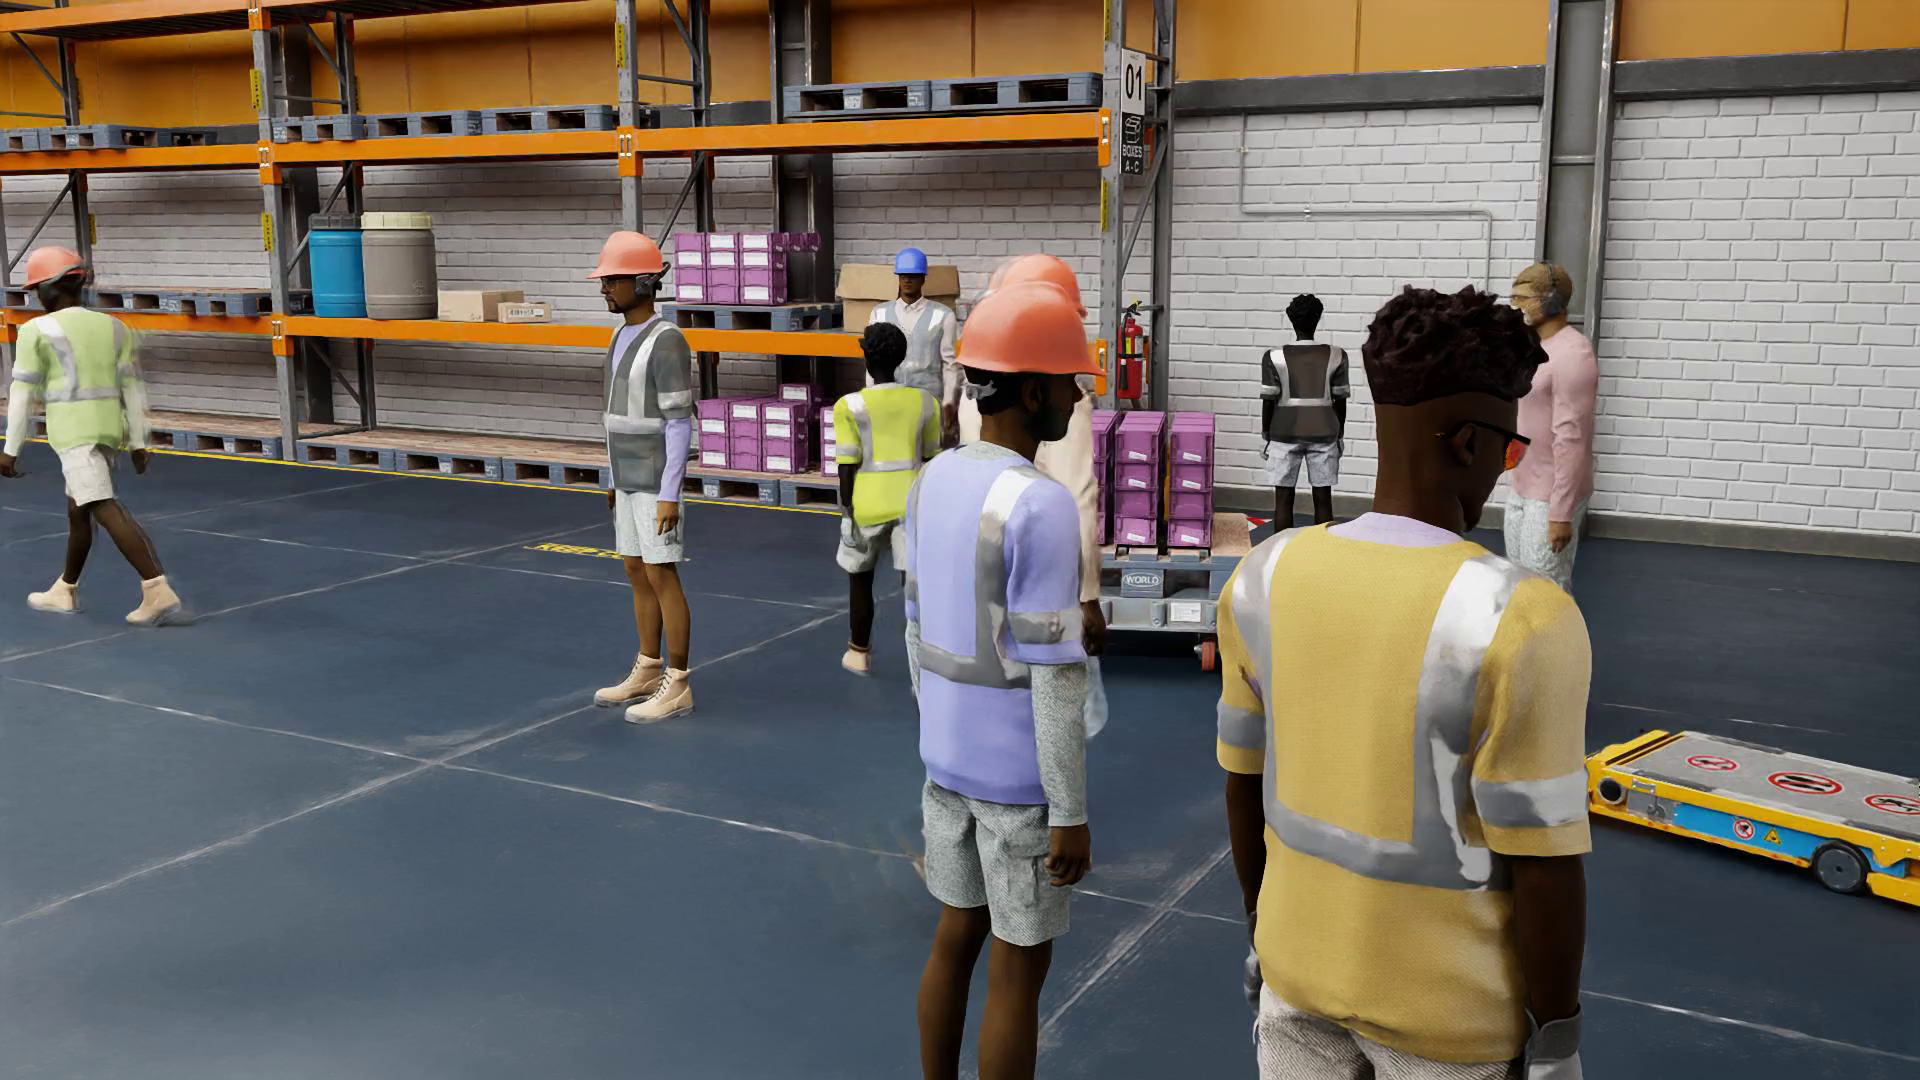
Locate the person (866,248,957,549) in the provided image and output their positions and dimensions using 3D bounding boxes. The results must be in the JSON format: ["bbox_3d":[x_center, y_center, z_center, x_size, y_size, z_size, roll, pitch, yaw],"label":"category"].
[{"bbox_3d":[-0.315,-0.903,10.770,0.605,1.951,0.383,2,11,12],"label":"person"}]

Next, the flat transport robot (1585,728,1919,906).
[{"bbox_3d":[2.727,0.887,5.565,0.652,0.197,1.431,-10,14,-42],"label":"flat transport robot"}]

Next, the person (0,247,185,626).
[{"bbox_3d":[-4.552,-0.533,8.705,1.081,1.991,0.627,4,11,19],"label":"person"}]

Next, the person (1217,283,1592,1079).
[{"bbox_3d":[0.637,0.621,2.392,0.381,1.958,0.602,-8,13,-36],"label":"person"}]

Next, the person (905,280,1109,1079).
[{"bbox_3d":[0.110,0.447,3.405,0.375,1.935,0.551,-6,12,-29],"label":"person"}]

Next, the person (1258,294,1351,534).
[{"bbox_3d":[2.010,-0.588,9.752,0.531,1.692,0.320,0,10,2],"label":"person"}]

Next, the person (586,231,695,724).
[{"bbox_3d":[-1.343,-0.257,6.973,0.372,2.042,0.615,-7,12,-34],"label":"person"}]

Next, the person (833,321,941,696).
[{"bbox_3d":[-0.304,-0.144,7.406,0.535,1.659,0.866,-5,11,-23],"label":"person"}]

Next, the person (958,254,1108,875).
[{"bbox_3d":[0.185,0.131,5.038,0.521,1.971,0.631,-6,12,-29],"label":"person"}]

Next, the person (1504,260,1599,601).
[{"bbox_3d":[2.377,-0.162,6.785,0.378,1.931,0.650,0,10,2],"label":"person"}]
